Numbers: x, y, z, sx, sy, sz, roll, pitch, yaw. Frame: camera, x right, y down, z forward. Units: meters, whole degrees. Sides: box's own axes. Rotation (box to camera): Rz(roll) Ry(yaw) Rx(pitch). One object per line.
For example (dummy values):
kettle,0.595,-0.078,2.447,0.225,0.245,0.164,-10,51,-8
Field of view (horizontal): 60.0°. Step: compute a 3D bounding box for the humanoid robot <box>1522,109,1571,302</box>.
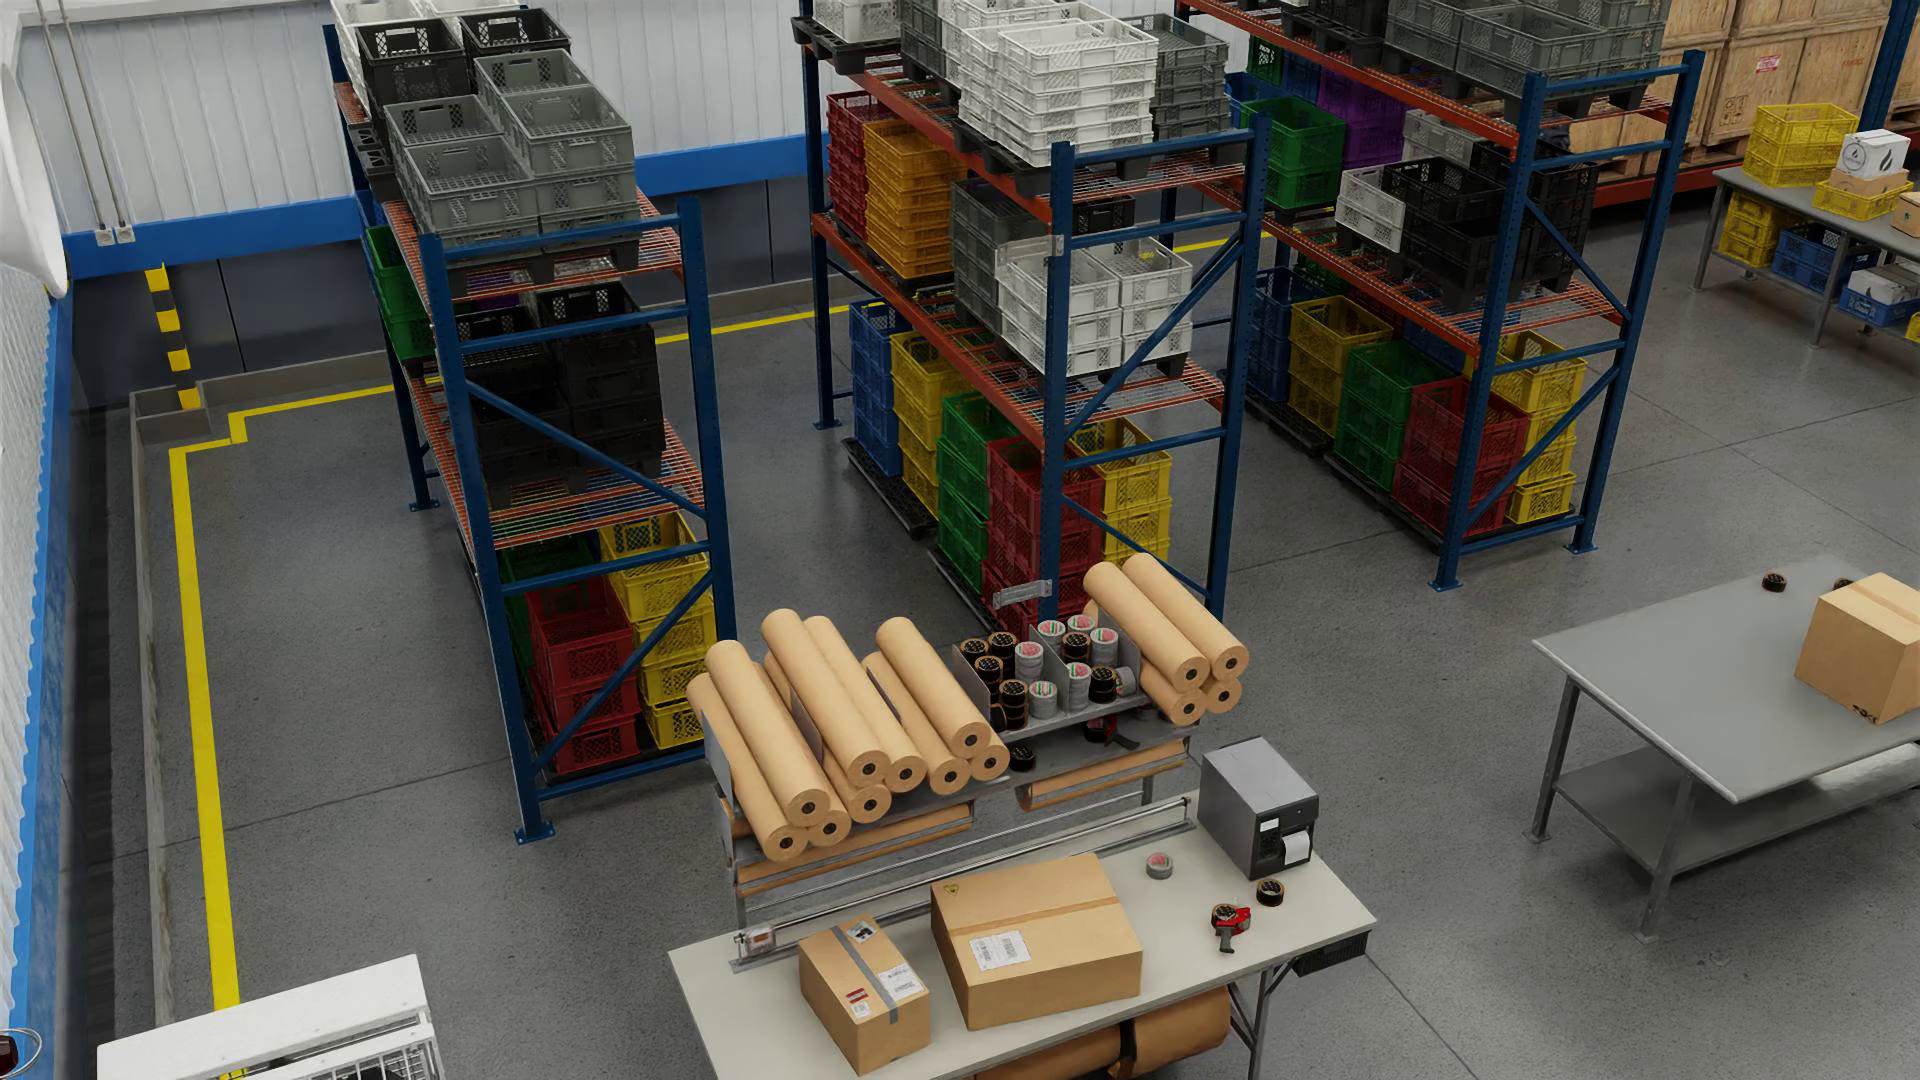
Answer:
humanoid robot,4.515,-2.635,12.896,0.315,1.653,0.602,-7,32,-11
